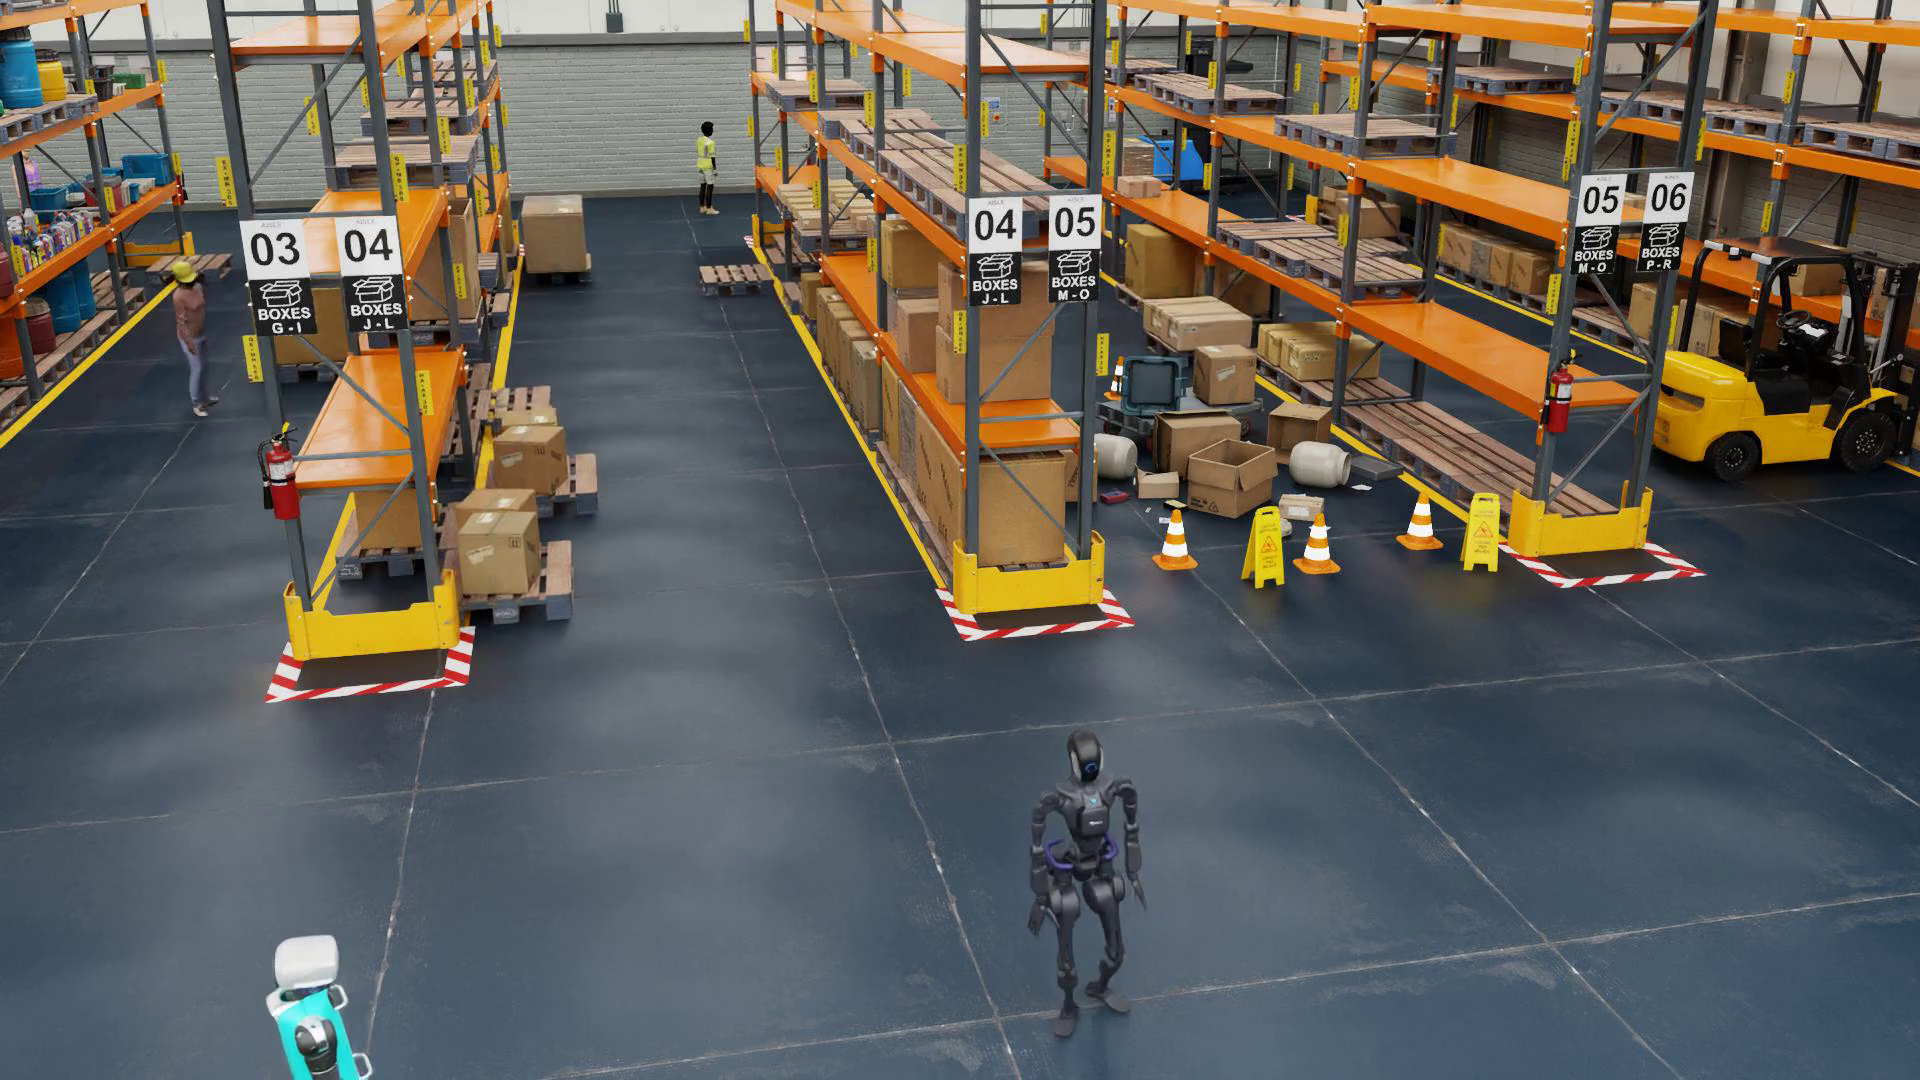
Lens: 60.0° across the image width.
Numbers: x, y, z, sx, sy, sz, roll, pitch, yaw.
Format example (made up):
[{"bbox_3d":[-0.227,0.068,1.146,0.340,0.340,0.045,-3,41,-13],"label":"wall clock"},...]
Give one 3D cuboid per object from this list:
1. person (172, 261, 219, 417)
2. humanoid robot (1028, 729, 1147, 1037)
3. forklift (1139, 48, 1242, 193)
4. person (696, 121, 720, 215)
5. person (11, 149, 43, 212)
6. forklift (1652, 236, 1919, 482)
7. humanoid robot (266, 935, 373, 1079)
[{"bbox_3d":[-8.288,-2.217,18.088,0.381,1.717,0.703,1,20,2],"label":"person"},{"bbox_3d":[0.586,1.600,7.872,0.599,1.637,0.407,-7,22,-19],"label":"humanoid robot"},{"bbox_3d":[4.566,-8.313,32.860,1.873,2.768,1.129,-4,21,-12],"label":"forklift"},{"bbox_3d":[-4.642,-6.826,30.547,0.320,1.686,0.537,-17,26,-38],"label":"person"},{"bbox_3d":[-15.252,-5.622,27.292,0.345,1.694,0.482,7,22,19],"label":"person"},{"bbox_3d":[8.013,-1.814,16.330,2.313,2.155,1.214,-4,21,-12],"label":"forklift"},{"bbox_3d":[-2.120,2.209,6.134,0.919,1.761,0.551,-12,23,-28],"label":"humanoid robot"}]
